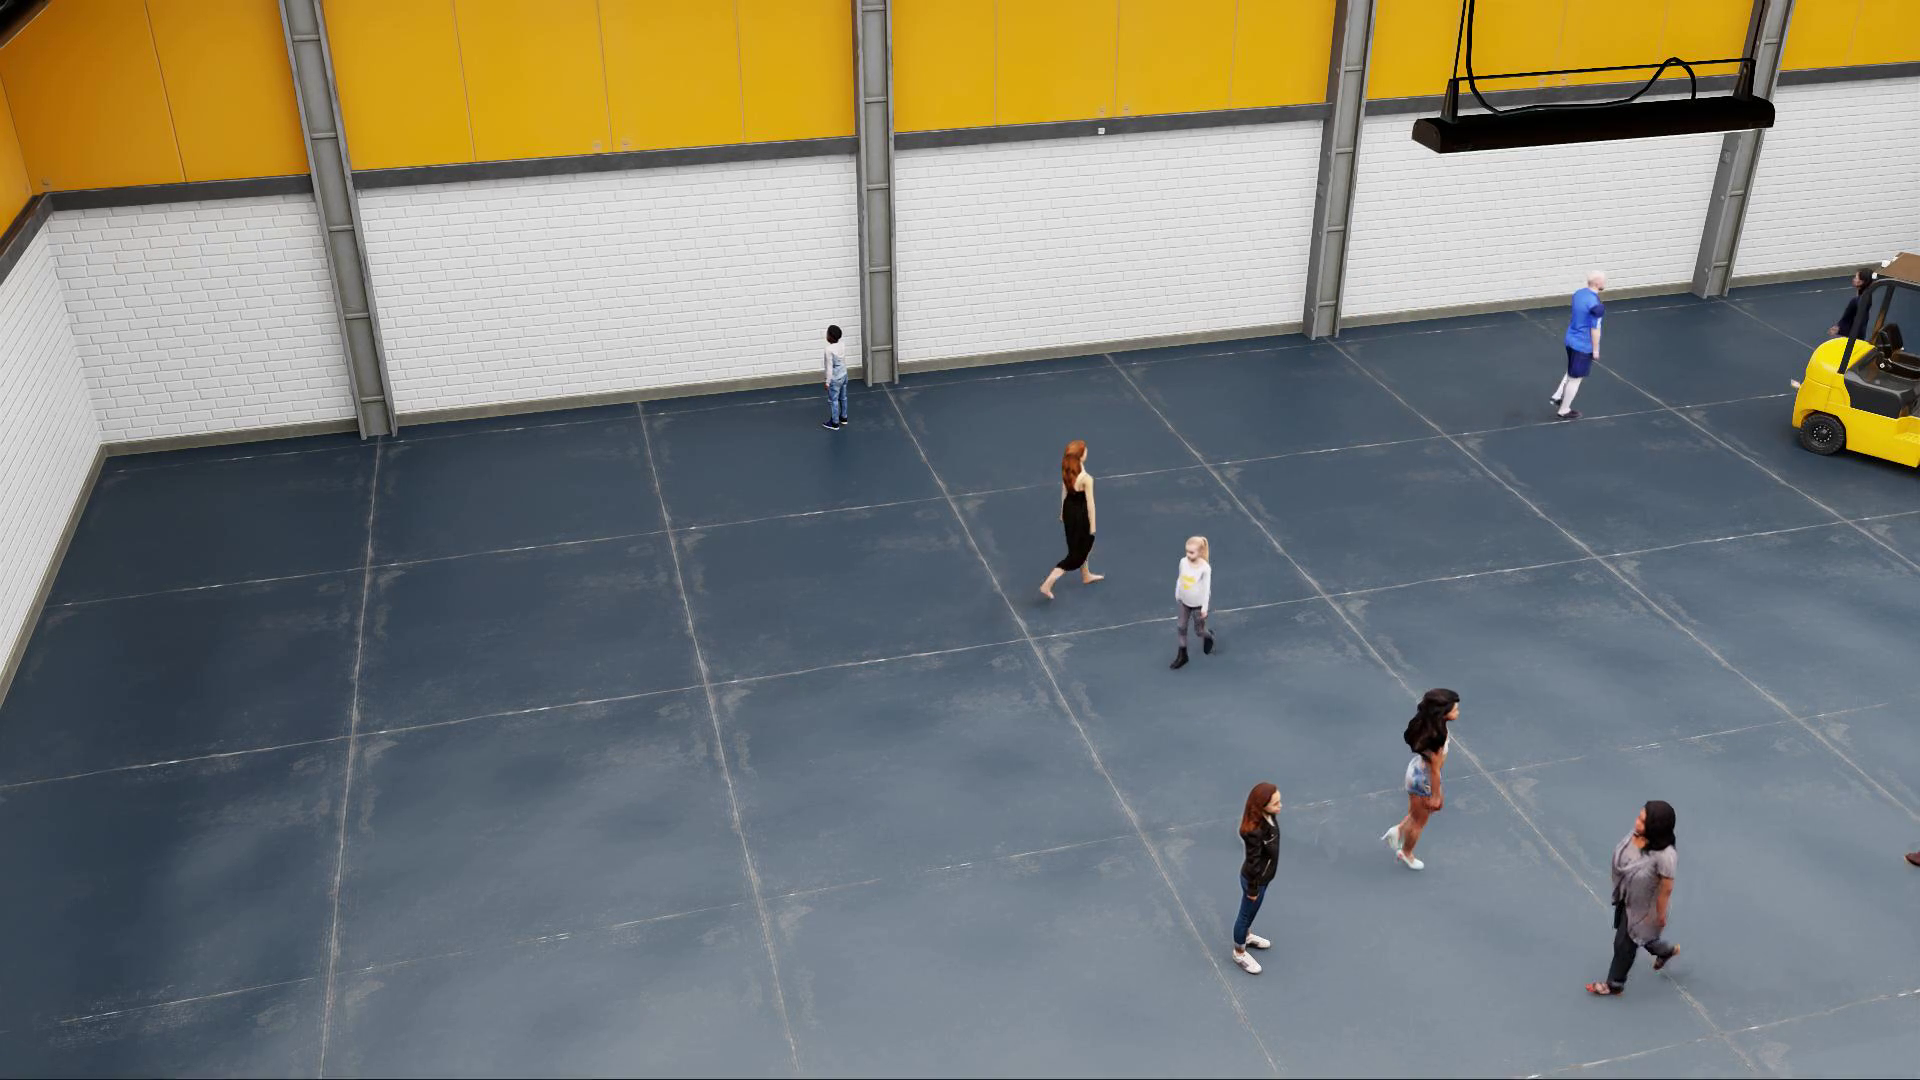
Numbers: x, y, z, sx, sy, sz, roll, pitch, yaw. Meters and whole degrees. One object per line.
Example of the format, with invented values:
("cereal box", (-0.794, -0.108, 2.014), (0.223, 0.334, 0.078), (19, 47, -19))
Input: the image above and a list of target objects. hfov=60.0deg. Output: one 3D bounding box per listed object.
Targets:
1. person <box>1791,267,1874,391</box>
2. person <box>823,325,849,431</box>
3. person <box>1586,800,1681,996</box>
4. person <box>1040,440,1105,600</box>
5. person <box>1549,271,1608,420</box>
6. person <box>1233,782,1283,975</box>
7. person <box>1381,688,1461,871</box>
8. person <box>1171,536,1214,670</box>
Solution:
("person", (10.676, -2.371, 19.733), (1.104, 1.677, 1.110), (20, 35, 33))
("person", (-1.444, -1.908, 19.320), (0.628, 1.261, 0.559), (20, 34, 32))
("person", (4.626, 2.378, 11.121), (0.954, 1.588, 0.768), (0, 29, 0))
("person", (1.042, -0.175, 15.791), (1.097, 1.598, 0.782), (-17, 33, -28))
("person", (7.156, -2.268, 19.389), (0.684, 1.827, 0.705), (-5, 29, -9))
("person", (2.035, 2.273, 11.423), (0.669, 1.483, 0.638), (11, 30, 19))
("person", (3.338, 1.761, 12.227), (0.768, 1.612, 0.716), (7, 29, 12))
("person", (2.113, 0.532, 14.837), (0.721, 1.271, 0.819), (21, 35, 34))
